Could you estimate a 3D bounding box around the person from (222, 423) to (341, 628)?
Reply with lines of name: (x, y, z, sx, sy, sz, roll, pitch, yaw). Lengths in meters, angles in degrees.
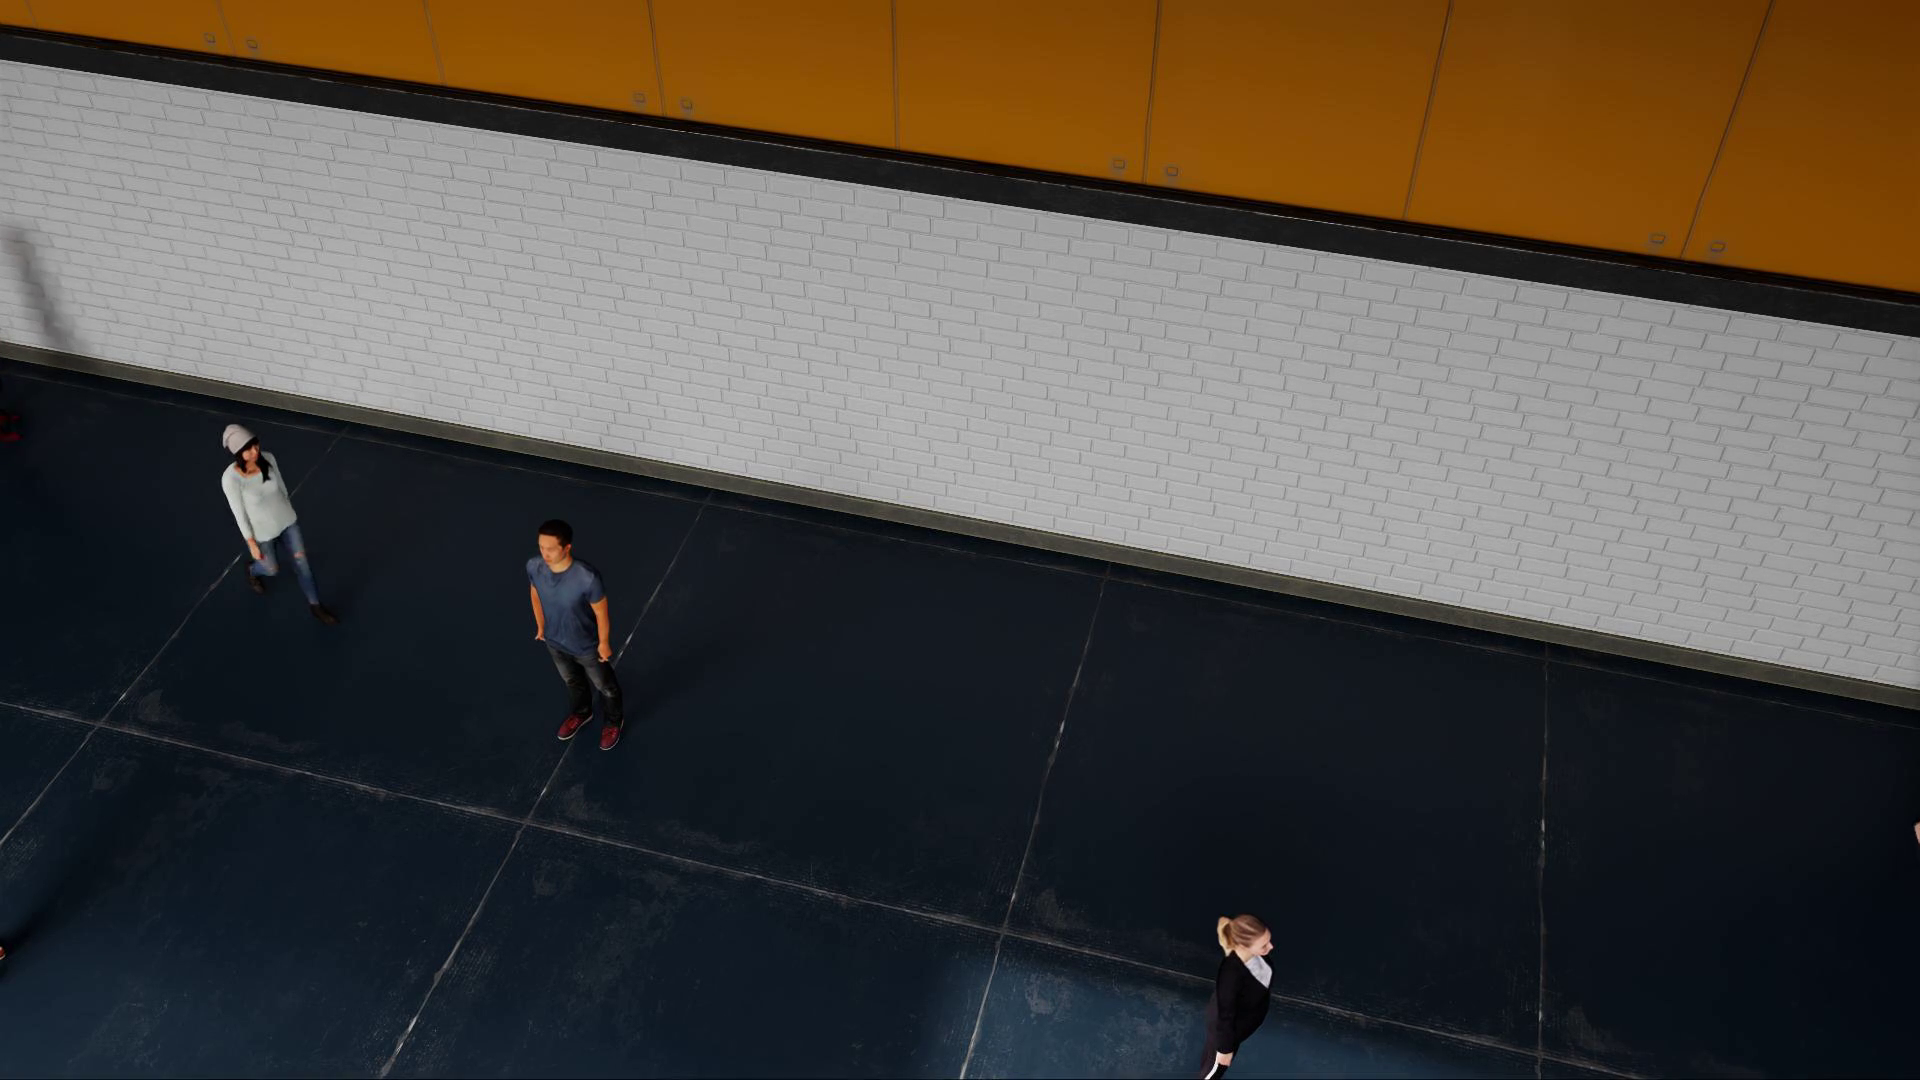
person: (-4.573, -0.107, 10.887, 0.866, 1.626, 1.011, 26, 49, 24)

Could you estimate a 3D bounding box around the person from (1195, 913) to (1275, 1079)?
person: (1.331, 2.365, 8.234, 0.688, 1.707, 0.505, 15, 46, 15)

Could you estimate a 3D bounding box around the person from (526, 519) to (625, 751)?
person: (-2.321, 0.557, 10.057, 0.668, 1.810, 0.556, 14, 45, 14)
